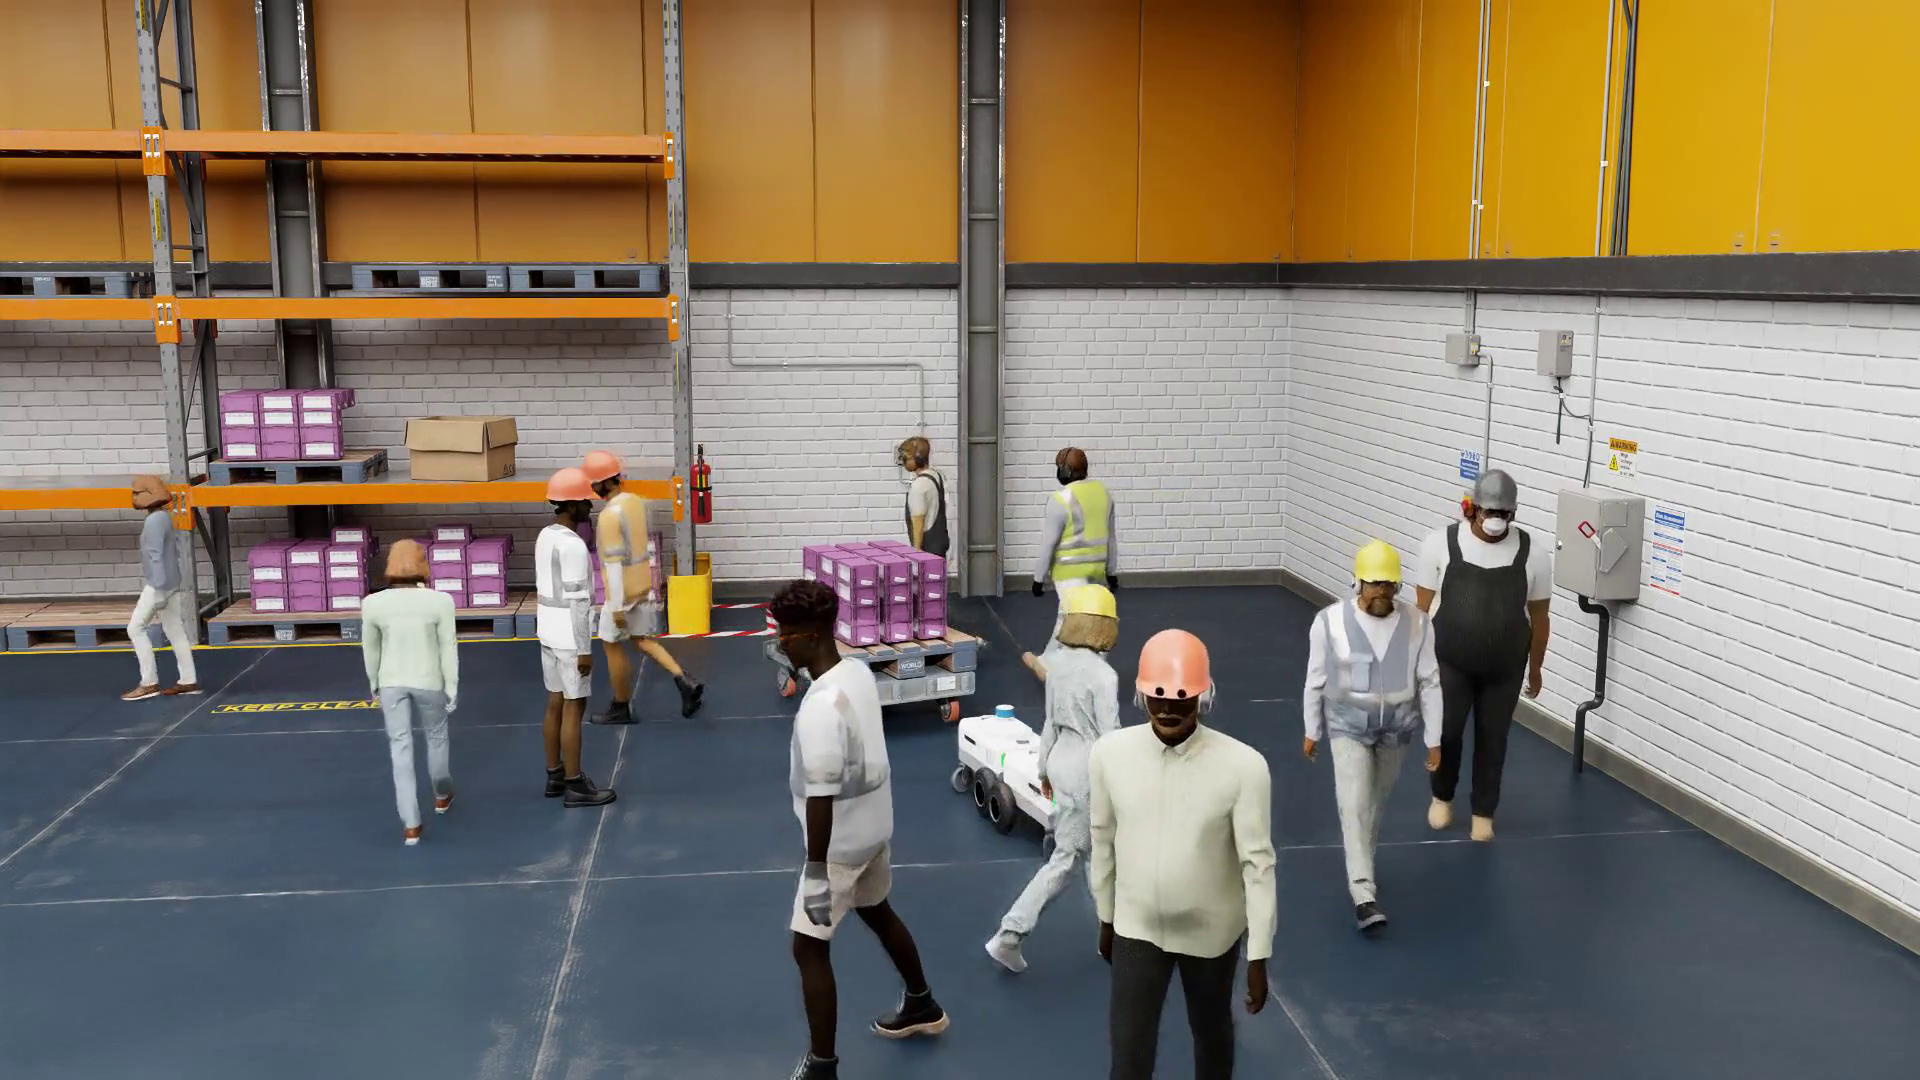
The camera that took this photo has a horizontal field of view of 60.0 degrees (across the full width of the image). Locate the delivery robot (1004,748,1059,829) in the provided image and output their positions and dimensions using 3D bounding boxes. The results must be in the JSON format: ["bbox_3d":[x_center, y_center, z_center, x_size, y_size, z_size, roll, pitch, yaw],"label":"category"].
[{"bbox_3d":[0.503,1.300,8.840,0.477,0.478,0.707,-3,10,-21],"label":"delivery robot"}]

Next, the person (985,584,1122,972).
[{"bbox_3d":[0.471,1.042,7.237,0.845,1.695,0.499,-4,10,-26],"label":"person"}]

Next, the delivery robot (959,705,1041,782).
[{"bbox_3d":[0.256,1.189,9.532,0.477,0.478,0.707,-3,10,-21],"label":"delivery robot"}]

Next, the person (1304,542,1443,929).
[{"bbox_3d":[1.957,0.896,7.814,0.621,1.779,0.916,0,9,-1],"label":"person"}]

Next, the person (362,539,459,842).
[{"bbox_3d":[-2.981,0.782,9.087,0.504,1.592,0.811,-2,9,-11],"label":"person"}]

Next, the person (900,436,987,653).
[{"bbox_3d":[-0.171,0.085,12.892,0.823,1.814,0.571,3,9,16],"label":"person"}]

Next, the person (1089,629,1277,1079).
[{"bbox_3d":[0.704,1.228,5.312,0.631,1.940,1.046,3,10,19],"label":"person"}]

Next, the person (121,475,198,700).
[{"bbox_3d":[-5.774,0.342,11.830,0.616,1.609,0.527,-2,9,-14],"label":"person"}]

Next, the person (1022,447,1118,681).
[{"bbox_3d":[0.760,0.228,11.979,0.955,1.786,0.649,8,12,42],"label":"person"}]

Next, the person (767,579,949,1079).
[{"bbox_3d":[-0.413,1.093,6.198,0.558,1.924,0.819,2,9,14],"label":"person"}]

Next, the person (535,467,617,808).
[{"bbox_3d":[-2.218,0.550,9.509,0.378,1.938,0.547,-6,11,-34],"label":"person"}]

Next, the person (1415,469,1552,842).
[{"bbox_3d":[2.775,0.606,8.839,0.704,2.000,0.536,2,9,12],"label":"person"}]

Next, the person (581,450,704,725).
[{"bbox_3d":[-2.127,0.336,10.995,0.754,1.891,0.628,3,9,16],"label":"person"}]
